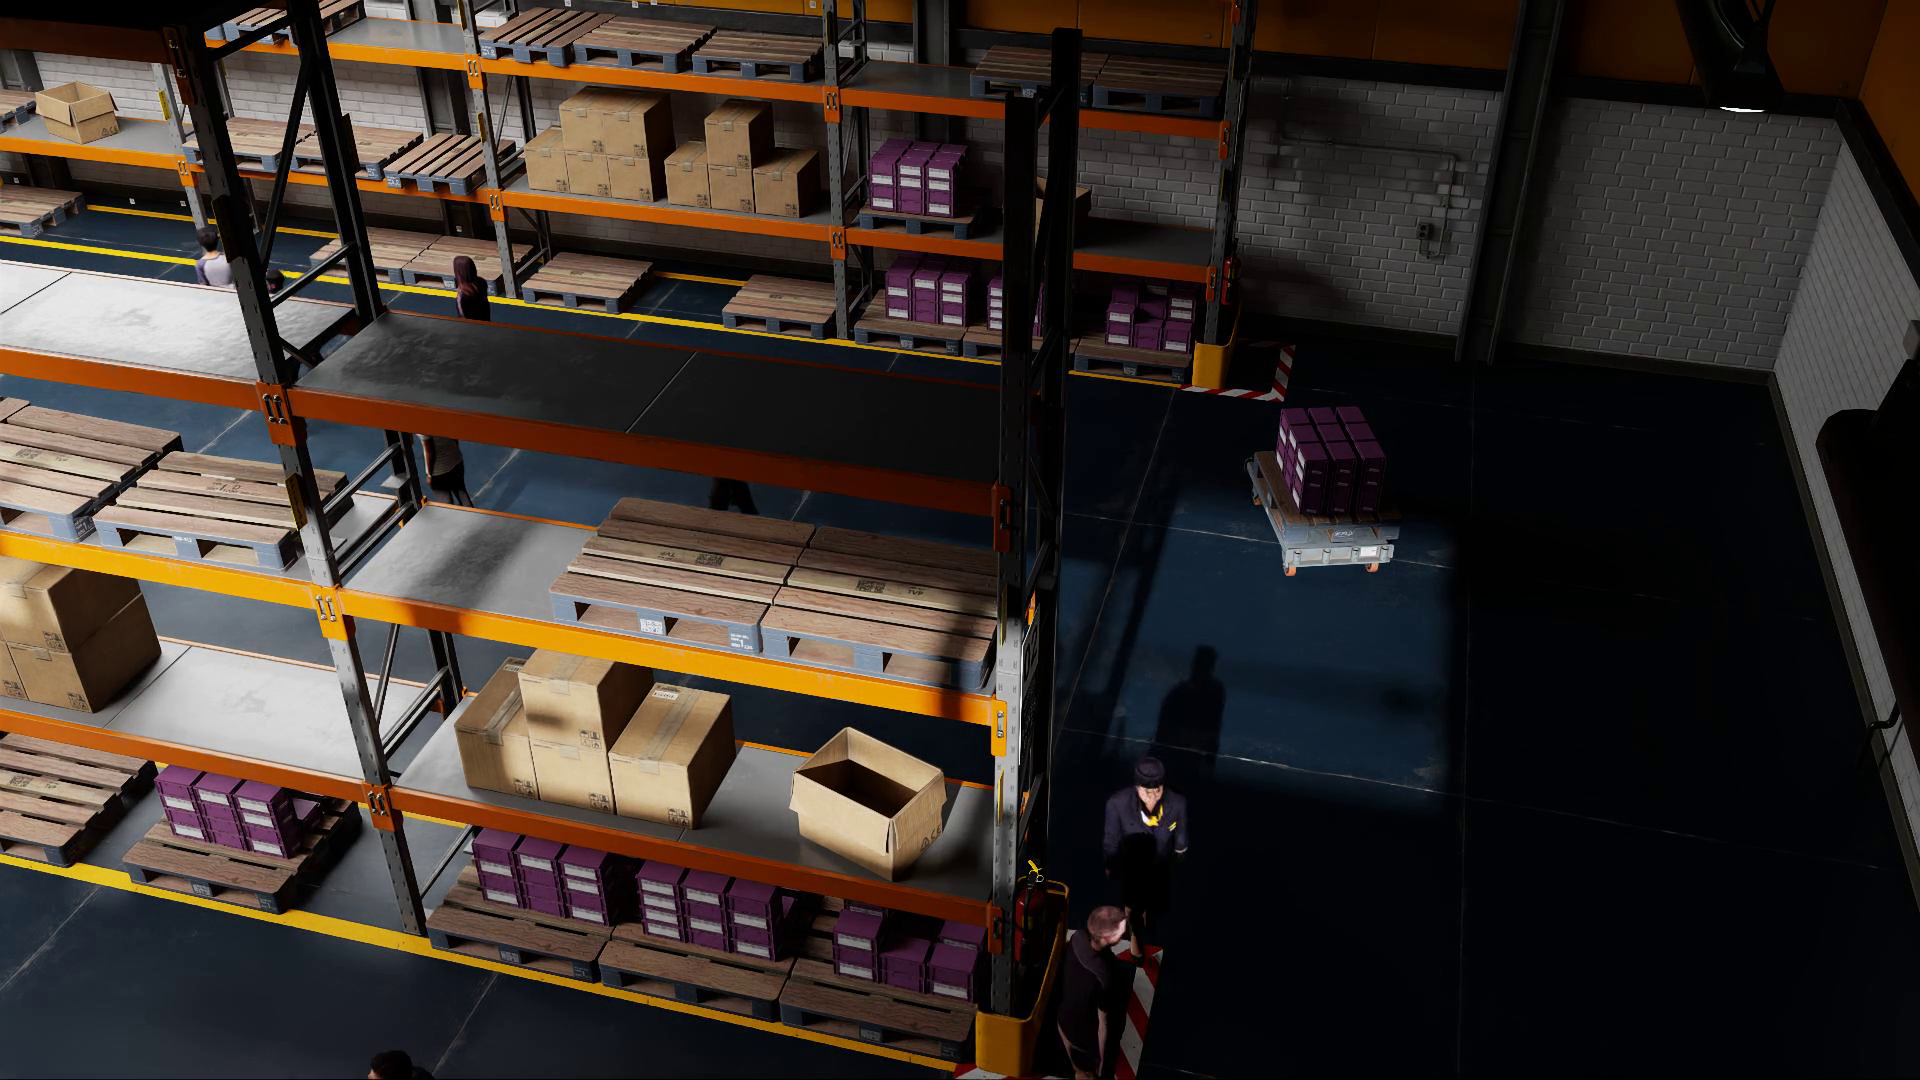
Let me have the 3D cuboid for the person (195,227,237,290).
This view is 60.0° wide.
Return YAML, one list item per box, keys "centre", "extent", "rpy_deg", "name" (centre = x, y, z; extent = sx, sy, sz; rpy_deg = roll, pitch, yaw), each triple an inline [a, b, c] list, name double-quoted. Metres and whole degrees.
- centre: [-7.643, -2.513, 17.285]
  extent: [0.649, 1.568, 0.682]
  rpy_deg: [-25, 41, -33]
  name: "person"

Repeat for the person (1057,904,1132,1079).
- centre: [0.625, 2.720, 9.186]
  extent: [1.083, 1.818, 0.957]
  rpy_deg: [-11, 35, -15]
  name: "person"

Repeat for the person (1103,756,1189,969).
- centre: [1.145, 1.961, 10.470]
  extent: [0.719, 1.661, 0.848]
  rpy_deg: [-2, 34, -3]
  name: "person"

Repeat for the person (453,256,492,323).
- centre: [-4.830, -2.091, 16.615]
  extent: [0.517, 1.606, 0.596]
  rpy_deg: [10, 35, 15]
  name: "person"
